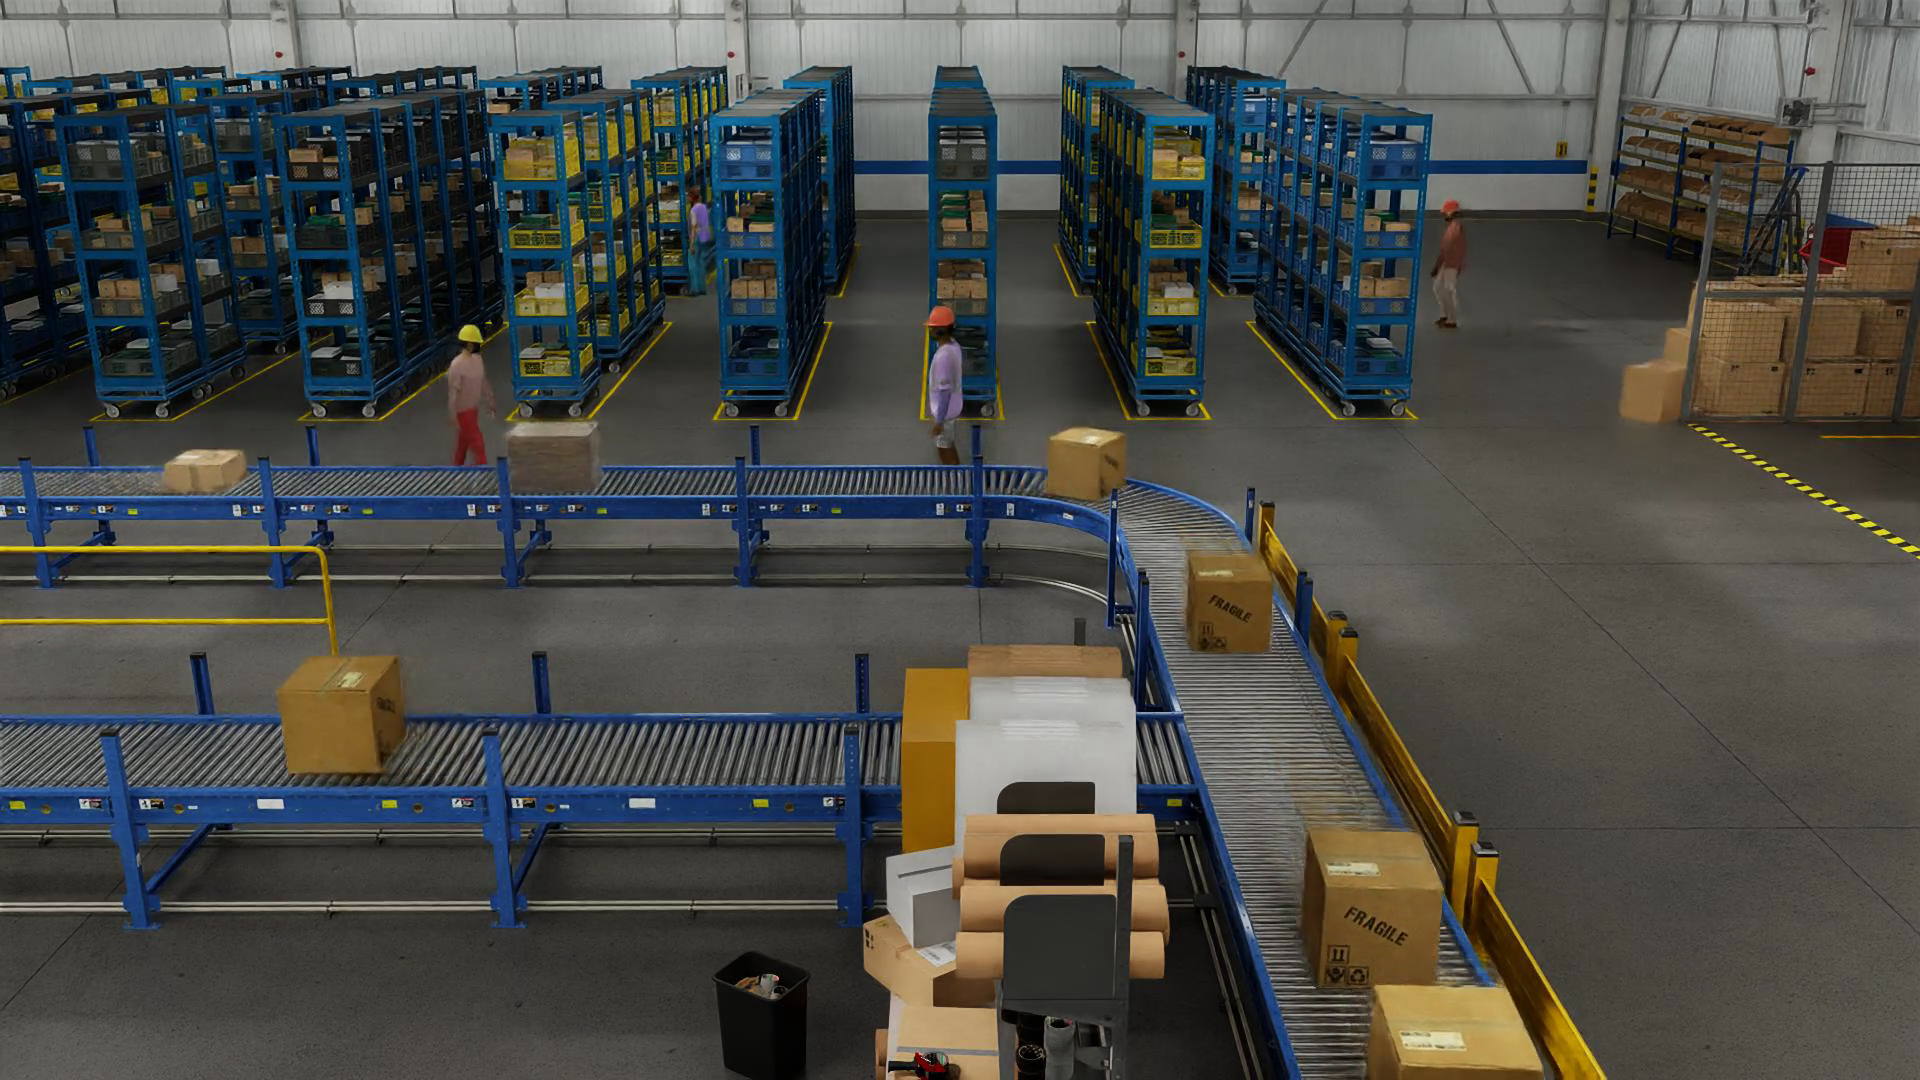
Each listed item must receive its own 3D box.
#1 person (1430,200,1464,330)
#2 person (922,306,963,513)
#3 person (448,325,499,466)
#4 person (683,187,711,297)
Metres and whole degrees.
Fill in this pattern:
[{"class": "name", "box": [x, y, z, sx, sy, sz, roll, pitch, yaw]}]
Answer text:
[{"class": "person", "box": [7.429, -4.185, 25.353, 0.536, 1.970, 0.612, 8, 19, 22]}, {"class": "person", "box": [-0.174, -1.274, 16.263, 0.390, 2.040, 0.614, 3, 18, 8]}, {"class": "person", "box": [-4.884, -1.321, 16.897, 0.833, 1.724, 0.522, 3, 18, 10]}, {"class": "person", "box": [-4.467, -5.059, 28.249, 0.443, 1.840, 0.576, 4, 18, 13]}]
